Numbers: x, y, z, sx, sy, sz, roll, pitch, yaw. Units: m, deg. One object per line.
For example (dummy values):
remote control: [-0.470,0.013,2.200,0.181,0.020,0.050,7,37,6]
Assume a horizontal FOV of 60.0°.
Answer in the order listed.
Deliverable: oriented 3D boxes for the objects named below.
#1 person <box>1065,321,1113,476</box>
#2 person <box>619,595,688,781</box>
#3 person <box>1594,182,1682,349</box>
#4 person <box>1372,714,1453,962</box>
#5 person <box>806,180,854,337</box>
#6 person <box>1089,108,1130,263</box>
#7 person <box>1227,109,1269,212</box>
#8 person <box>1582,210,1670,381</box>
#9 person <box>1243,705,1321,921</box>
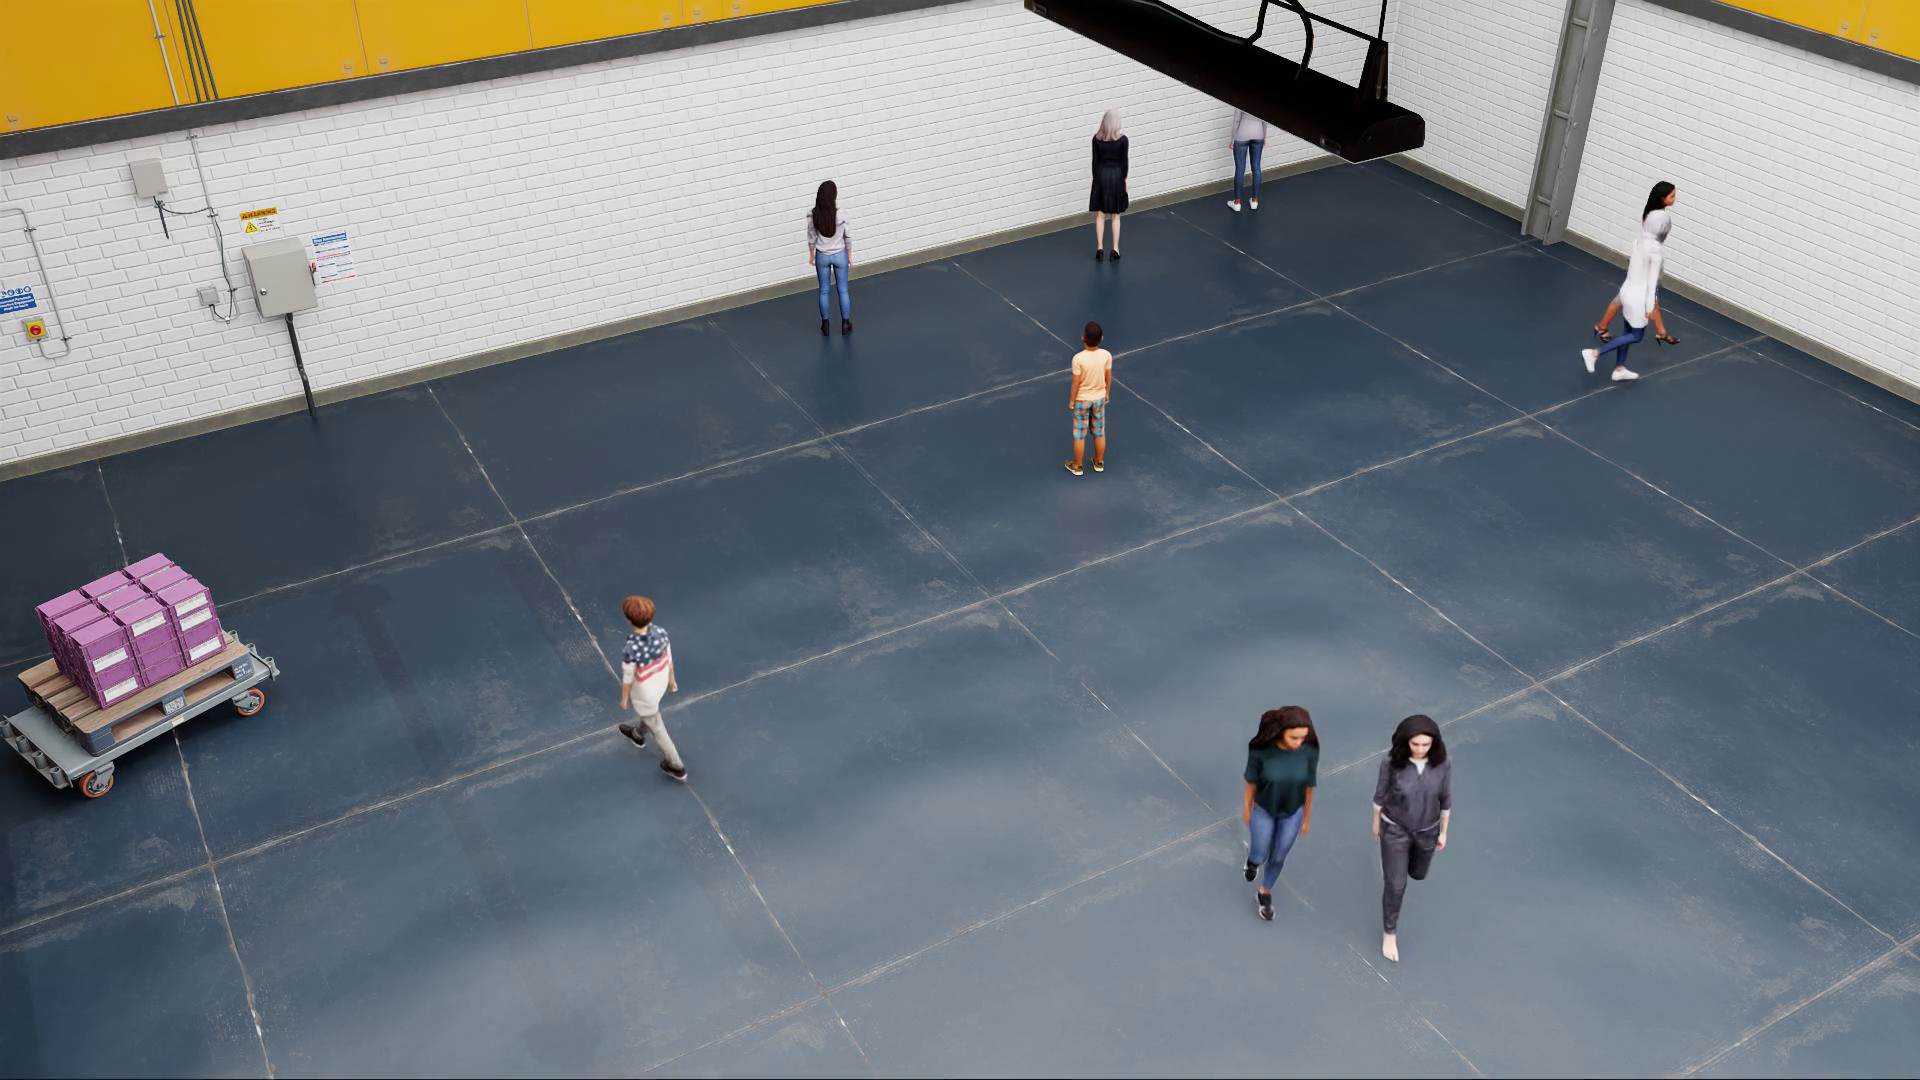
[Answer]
person: [1.146,-1.248,14.655,0.557,1.461,0.546,-10,35,-15]
person: [-2.073,1.024,11.289,1.012,1.403,0.777,22,40,30]
person: [6.726,-2.726,16.620,1.140,1.747,0.907,20,38,27]
person: [2.675,1.679,10.006,0.903,1.733,1.072,0,34,0]
person: [-1.313,-2.870,16.943,0.682,1.629,0.679,0,34,-1]
person: [1.653,-3.936,18.440,0.697,1.747,0.755,8,34,11]
person: [3.425,-4.754,19.681,0.671,1.737,0.640,-5,34,-8]
person: [6.425,-2.305,15.974,0.911,1.761,0.923,-3,34,-5]
person: [1.942,1.605,10.235,0.763,1.603,0.838,1,34,1]
